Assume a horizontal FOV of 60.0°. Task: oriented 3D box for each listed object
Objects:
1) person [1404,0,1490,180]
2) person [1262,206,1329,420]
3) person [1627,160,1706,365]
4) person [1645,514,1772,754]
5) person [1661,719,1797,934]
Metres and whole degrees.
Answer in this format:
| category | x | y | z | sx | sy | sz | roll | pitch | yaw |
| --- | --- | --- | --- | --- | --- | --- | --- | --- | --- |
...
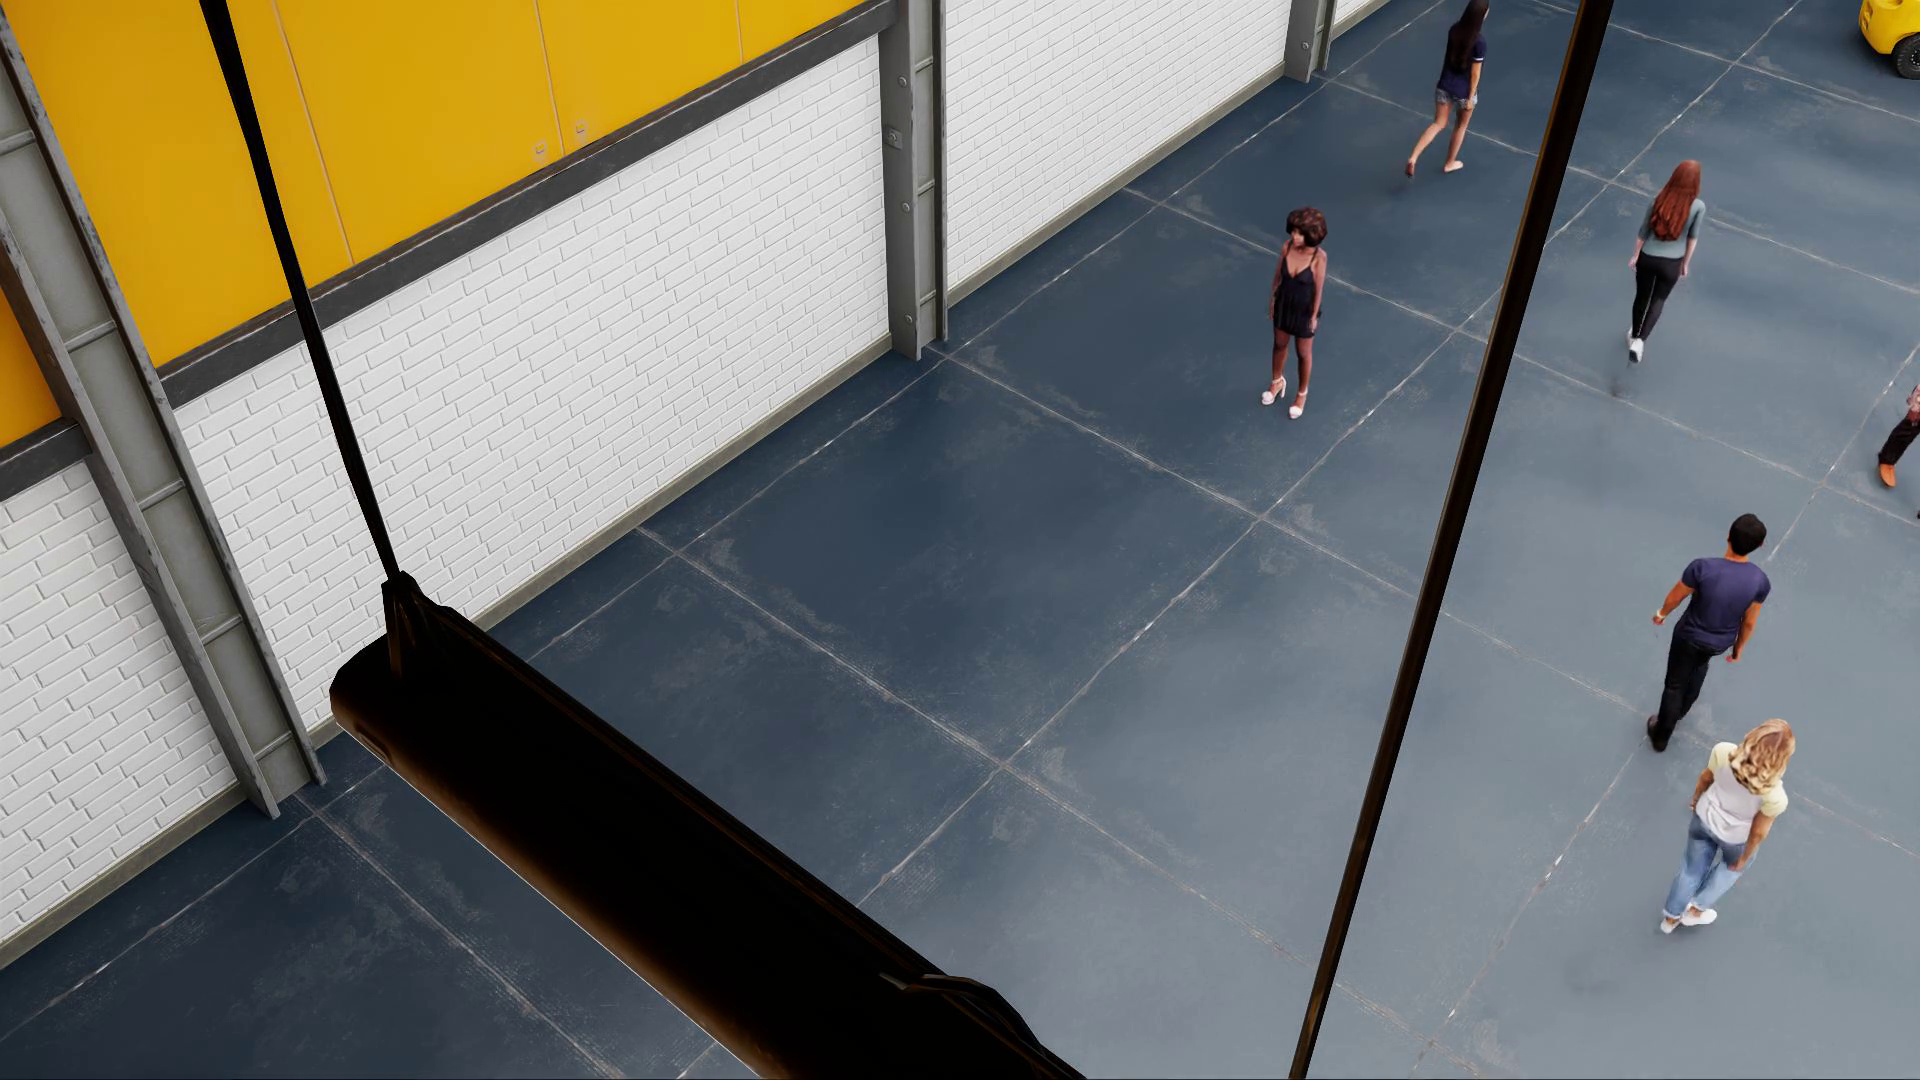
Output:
| category | x | y | z | sx | sy | sz | roll | pitch | yaw |
| --- | --- | --- | --- | --- | --- | --- | --- | --- | --- |
| person | 4.391 | -4.009 | 14.919 | 1.026 | 1.743 | 0.727 | -27 | 50 | -25 |
| person | 2.523 | -1.727 | 12.494 | 0.576 | 1.786 | 0.543 | 27 | 50 | 26 |
| person | 5.439 | -2.118 | 12.943 | 0.754 | 1.732 | 0.988 | 17 | 46 | 17 |
| person | 4.481 | 0.639 | 10.021 | 0.831 | 1.771 | 0.889 | 5 | 44 | 5 |
| person | 4.087 | 1.612 | 9.042 | 0.700 | 1.712 | 0.681 | -29 | 51 | -27 |
